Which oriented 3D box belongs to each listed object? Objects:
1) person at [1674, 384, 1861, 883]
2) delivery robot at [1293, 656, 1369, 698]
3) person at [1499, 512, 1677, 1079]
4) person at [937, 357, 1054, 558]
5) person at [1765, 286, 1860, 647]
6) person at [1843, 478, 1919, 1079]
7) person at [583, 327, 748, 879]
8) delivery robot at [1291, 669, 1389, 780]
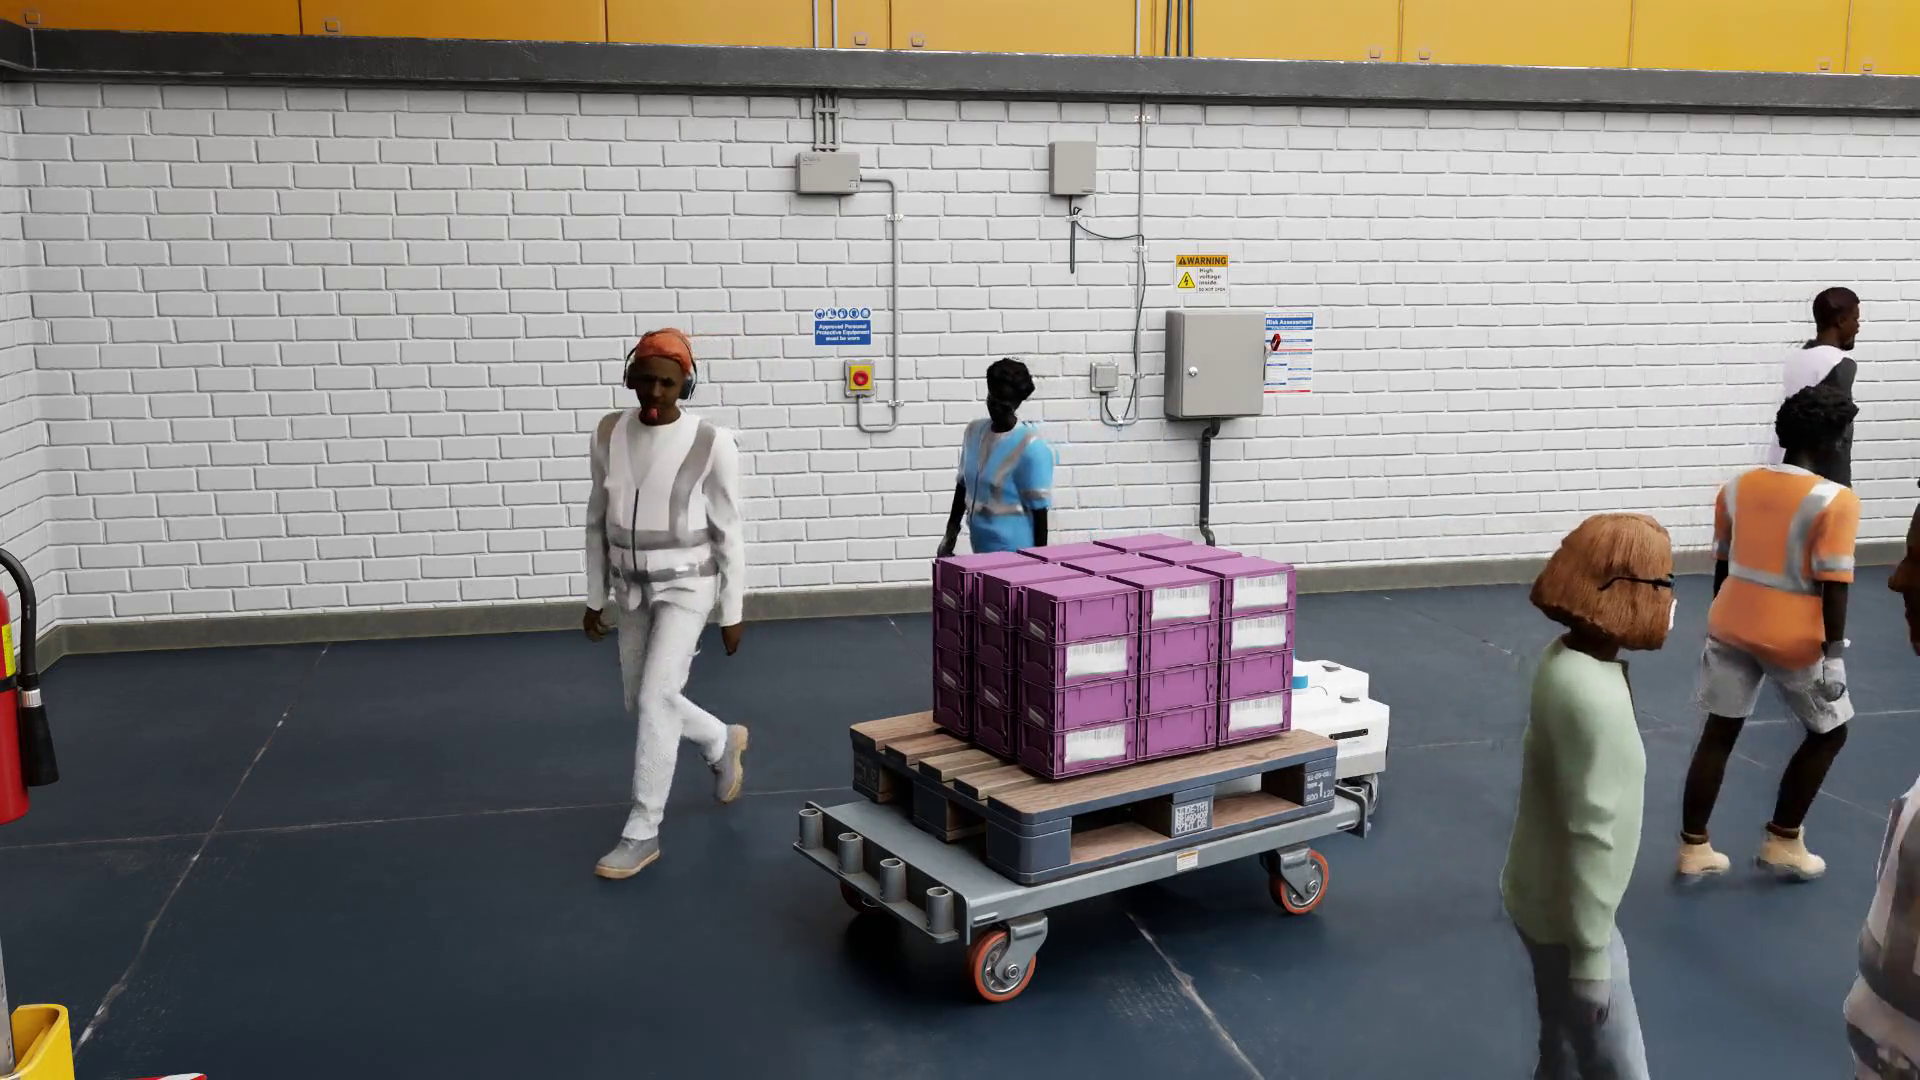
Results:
[{"bbox_3d":[2.678,0.328,5.432,0.611,1.657,0.634,-4,11,-22],"label":"person"},{"bbox_3d":[1.256,0.638,6.552,0.707,0.478,0.477,-5,11,-28],"label":"delivery robot"},{"bbox_3d":[1.187,0.740,3.278,0.405,1.618,0.512,3,11,17],"label":"person"},{"bbox_3d":[0.239,0.017,7.222,0.875,1.645,0.541,-5,12,-28],"label":"person"},{"bbox_3d":[4.327,-0.352,8.577,0.644,1.898,0.609,1,10,7],"label":"person"},{"bbox_3d":[1.423,0.802,2.265,0.558,1.865,0.586,7,13,36],"label":"person"},{"bbox_3d":[-0.988,0.182,5.773,0.589,1.848,0.808,5,11,27],"label":"person"},{"bbox_3d":[1.224,0.717,6.117,0.707,0.478,0.477,-5,11,-26],"label":"delivery robot"}]
